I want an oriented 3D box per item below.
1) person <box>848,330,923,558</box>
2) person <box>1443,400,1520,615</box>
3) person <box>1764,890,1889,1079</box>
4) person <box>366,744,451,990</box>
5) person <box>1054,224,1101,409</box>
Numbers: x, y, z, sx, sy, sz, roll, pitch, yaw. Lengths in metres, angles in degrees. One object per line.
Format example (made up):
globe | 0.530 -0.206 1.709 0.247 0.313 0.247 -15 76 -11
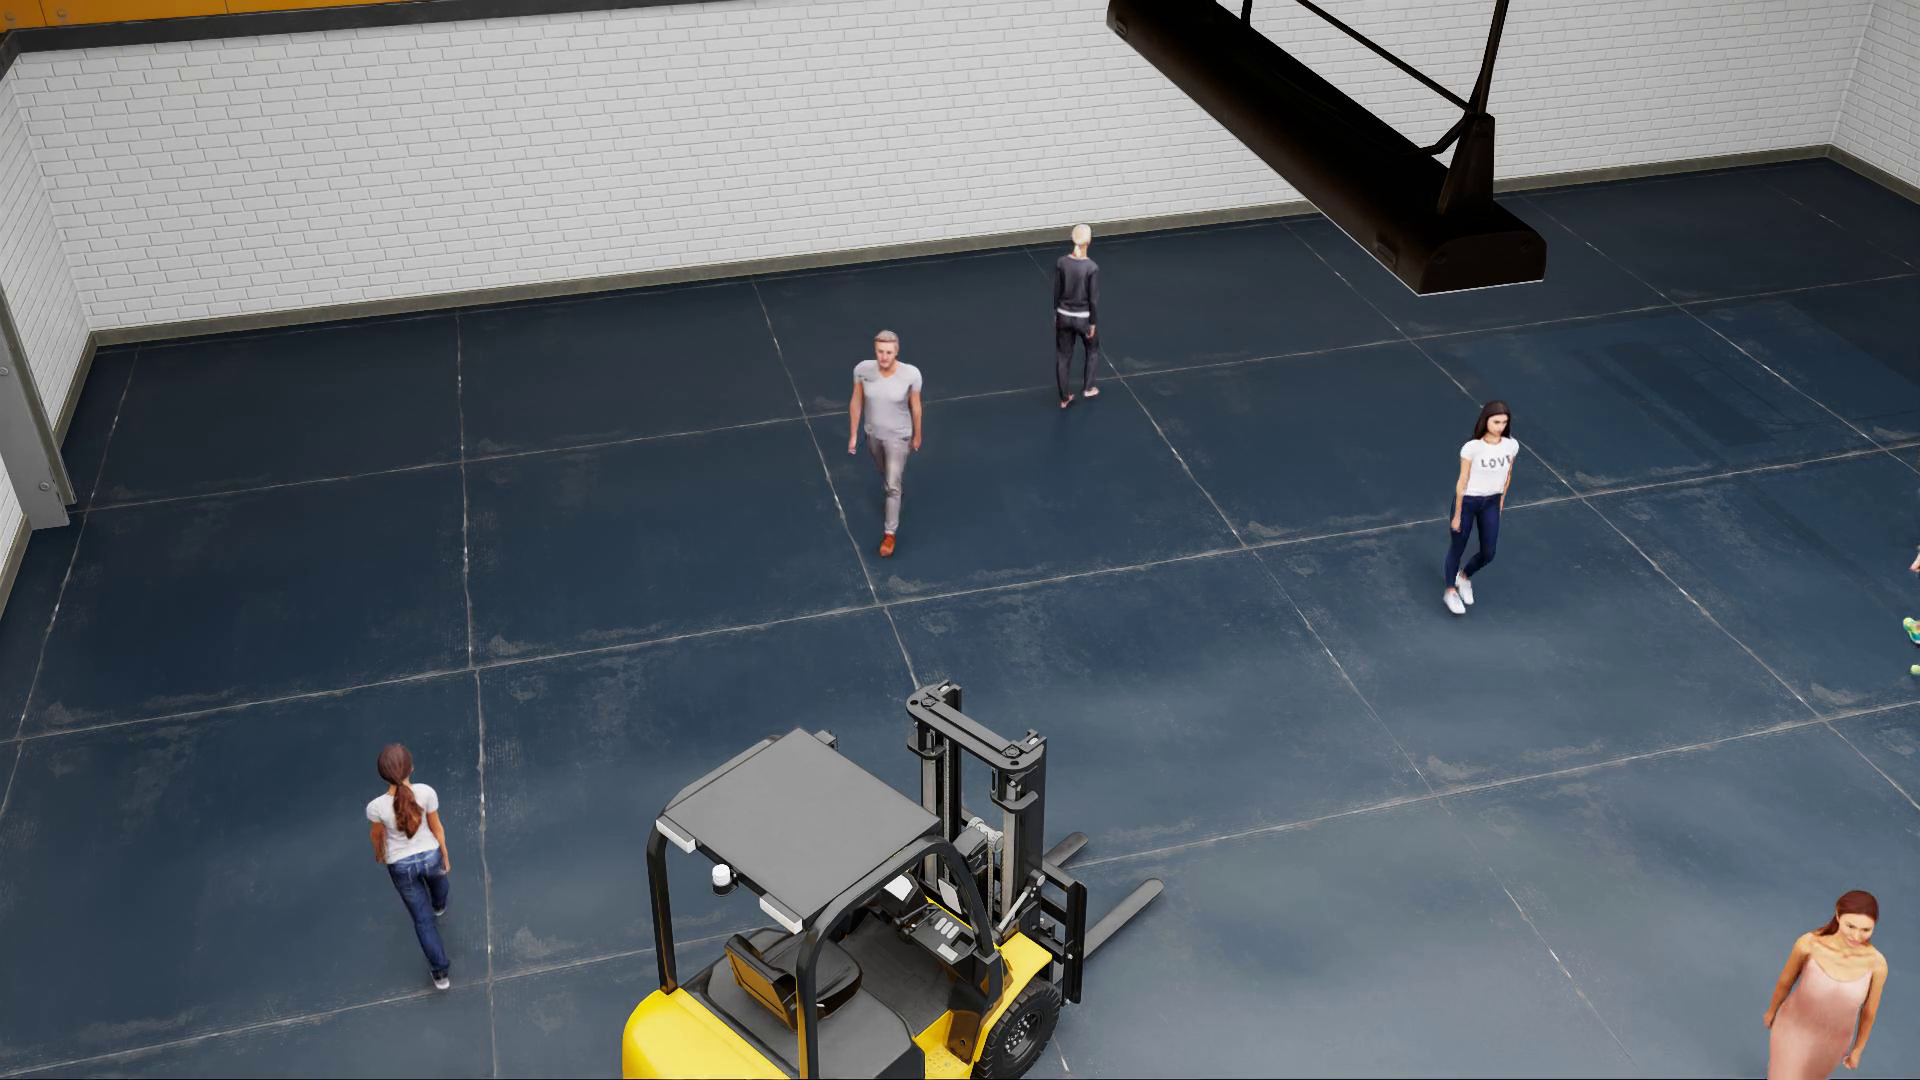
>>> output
person | -0.553 -0.865 13.017 1.098 1.786 1.304 8 35 12
person | 3.733 -0.278 12.149 0.633 1.769 0.634 -4 34 -5
person | 4.191 2.353 8.160 0.991 1.804 1.131 13 36 18
person | -3.003 1.827 9.204 0.695 1.524 1.069 -17 37 -23
person | 0.995 -1.948 14.715 0.769 1.712 0.826 11 35 17
